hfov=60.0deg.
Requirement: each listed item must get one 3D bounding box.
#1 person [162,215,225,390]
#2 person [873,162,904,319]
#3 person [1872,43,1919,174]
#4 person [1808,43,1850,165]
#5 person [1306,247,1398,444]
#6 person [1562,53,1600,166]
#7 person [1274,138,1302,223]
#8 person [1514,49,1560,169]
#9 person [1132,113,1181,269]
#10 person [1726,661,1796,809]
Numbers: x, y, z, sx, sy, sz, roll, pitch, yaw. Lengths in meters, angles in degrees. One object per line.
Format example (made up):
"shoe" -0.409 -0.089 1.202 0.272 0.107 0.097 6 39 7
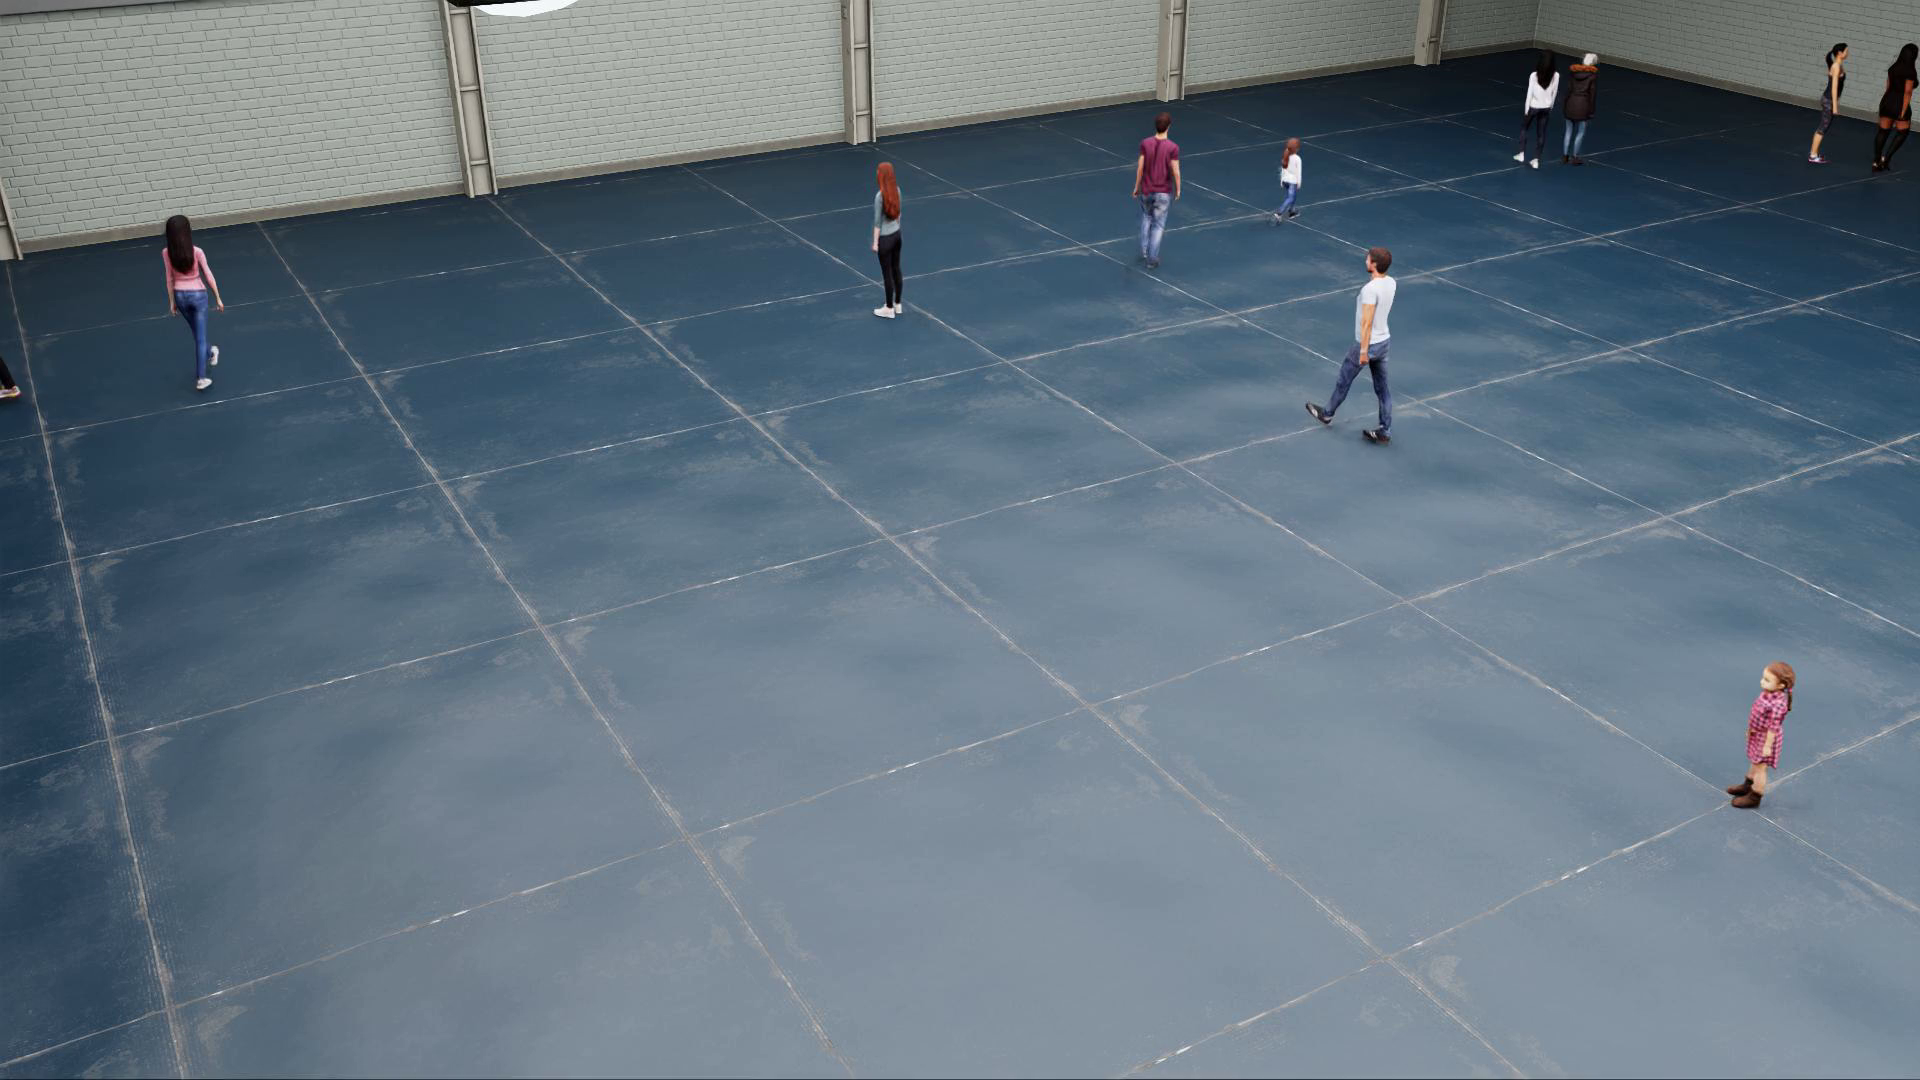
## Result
"person" -7.727 -2.358 16.678 1.130 1.703 0.990 -2 27 -5
"person" -0.798 -3.345 18.551 0.728 1.743 0.611 18 32 31
"person" 13.412 -6.204 23.997 0.661 1.841 0.666 -10 29 -19
"person" 12.873 -6.492 24.678 0.738 1.729 0.663 10 29 19
"person" 3.888 -1.764 15.387 1.129 1.829 0.891 -23 35 -37
"person" 9.127 -6.359 24.533 0.706 1.625 0.657 21 34 34
"person" 4.349 -4.744 21.975 0.787 1.096 0.501 -20 33 -33
"person" 8.501 -6.283 24.322 0.840 1.685 0.876 0 27 0
"person" 2.345 -4.205 20.123 0.874 1.832 0.923 11 29 21
"person" 5.077 1.221 10.473 0.556 1.020 0.503 5 28 10
